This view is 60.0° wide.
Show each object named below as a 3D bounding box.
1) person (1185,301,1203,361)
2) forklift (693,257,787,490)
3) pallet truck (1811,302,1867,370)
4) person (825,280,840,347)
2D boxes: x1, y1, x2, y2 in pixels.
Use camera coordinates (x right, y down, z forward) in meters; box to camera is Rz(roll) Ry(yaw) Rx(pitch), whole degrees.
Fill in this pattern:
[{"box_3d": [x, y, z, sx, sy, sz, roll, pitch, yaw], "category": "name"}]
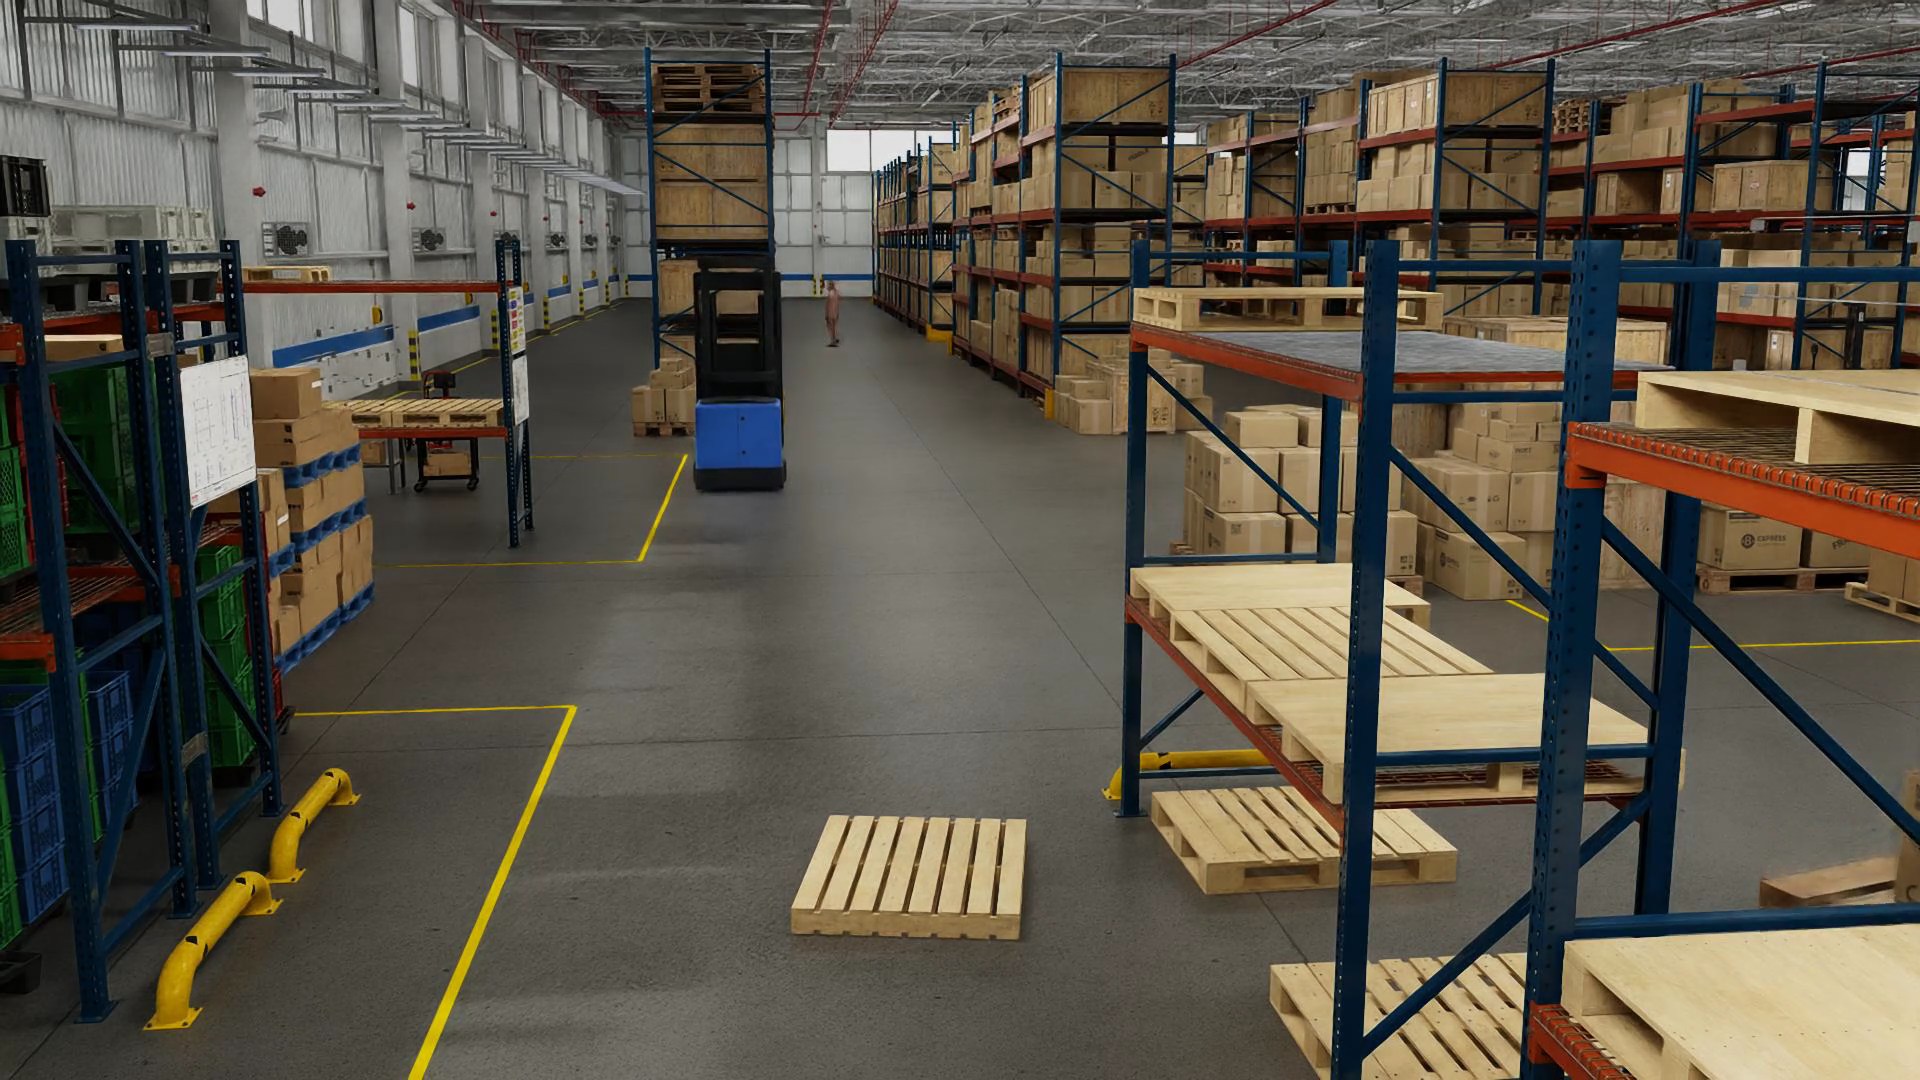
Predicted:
[{"box_3d": [5.774, -5.398, 41.832, 0.631, 1.806, 0.917, -1, 10, -7], "category": "person"}, {"box_3d": [-2.743, -2.104, 20.594, 1.129, 2.768, 1.873, -1, 10, -6], "category": "forklift"}, {"box_3d": [15.846, -3.142, 28.793, 1.885, 1.965, 0.823, 2, 10, 12], "category": "pallet truck"}, {"box_3d": [-3.664, -6.425, 47.265, 0.439, 1.888, 0.685, 3, 11, 14], "category": "person"}]
